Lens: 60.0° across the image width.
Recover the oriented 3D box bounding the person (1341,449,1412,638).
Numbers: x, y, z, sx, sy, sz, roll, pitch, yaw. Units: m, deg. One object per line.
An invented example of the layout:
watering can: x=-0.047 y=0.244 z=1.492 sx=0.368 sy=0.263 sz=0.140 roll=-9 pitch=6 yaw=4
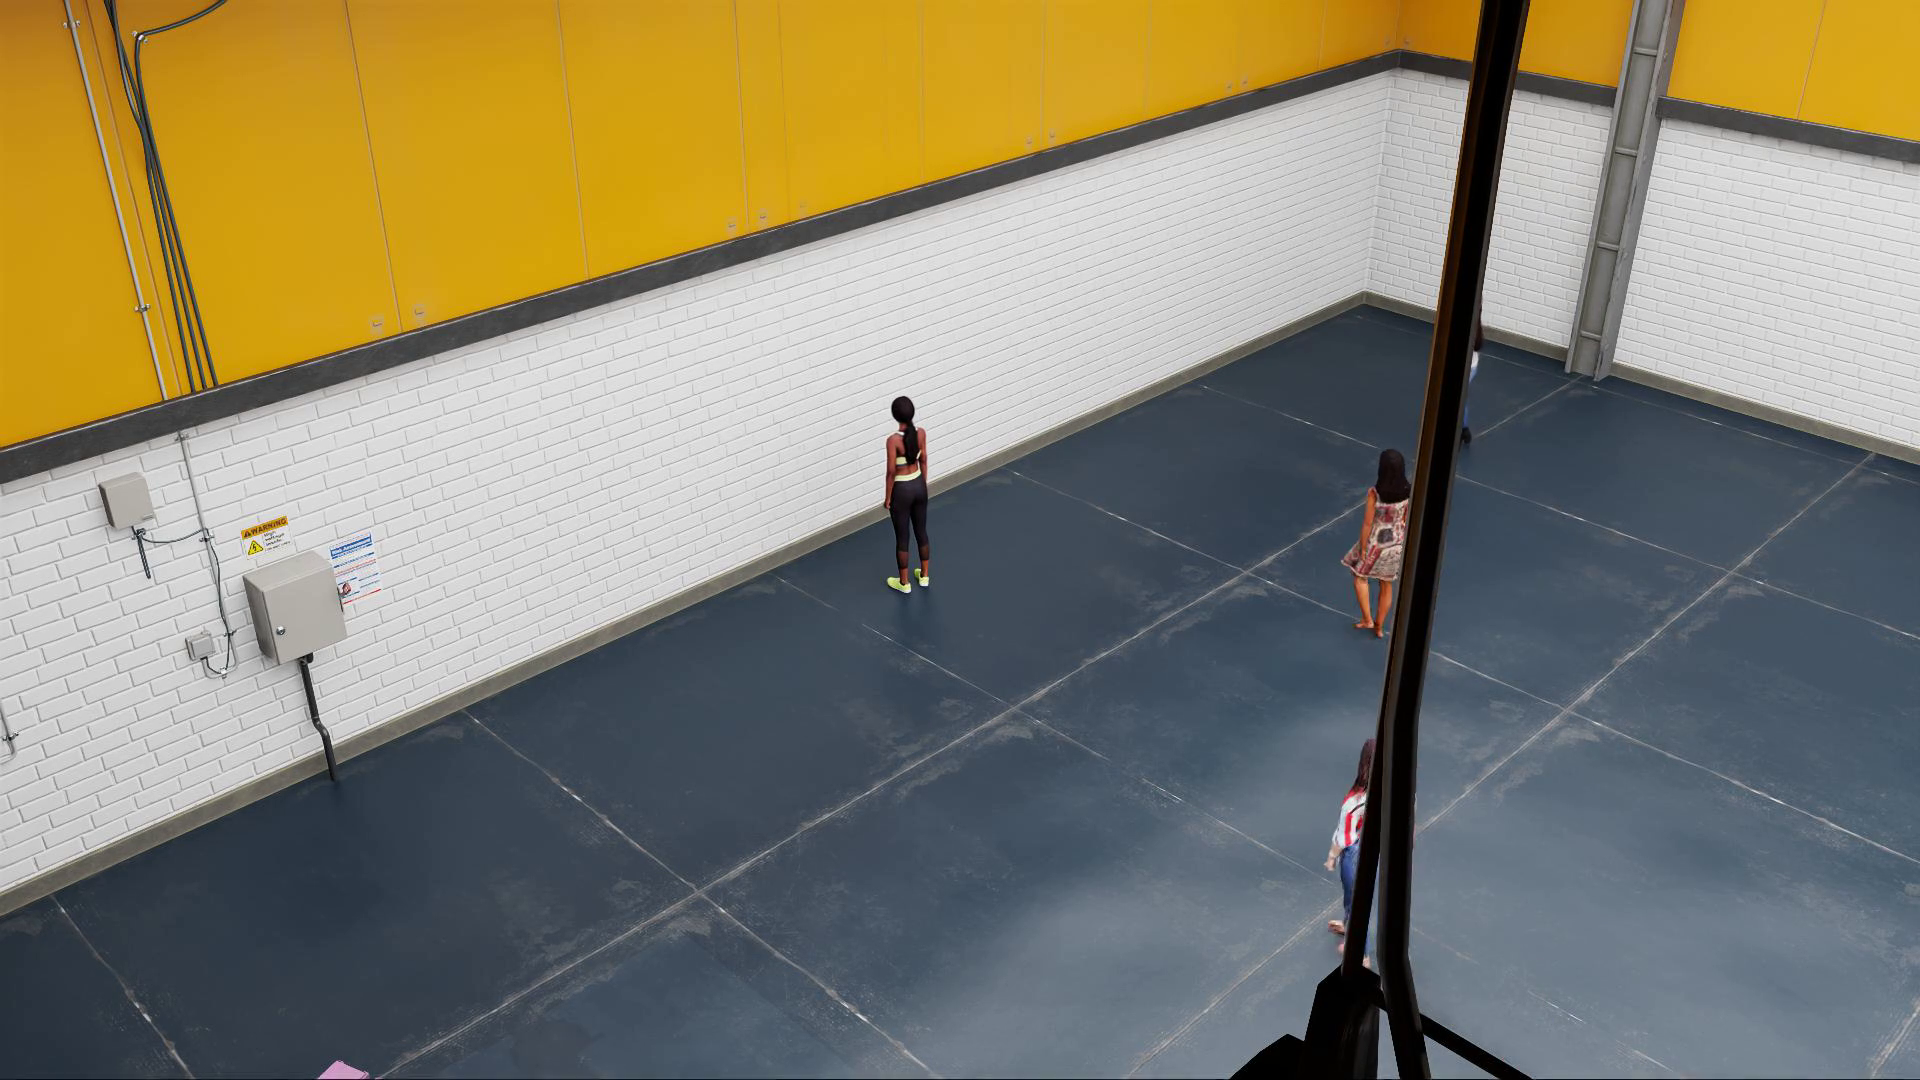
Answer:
person: x=3.407 y=0.069 z=13.216 sx=0.777 sy=1.637 sz=0.804 roll=-6 pitch=29 yaw=-11

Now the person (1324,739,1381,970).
person: x=2.465 y=1.904 z=9.884 sx=0.653 sy=1.606 sz=0.670 roll=-20 pitch=34 yaw=-32

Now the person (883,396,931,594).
person: x=-0.428 y=-0.380 z=13.915 sx=0.602 sy=1.755 sz=0.569 roll=-17 pitch=33 yaw=-29
